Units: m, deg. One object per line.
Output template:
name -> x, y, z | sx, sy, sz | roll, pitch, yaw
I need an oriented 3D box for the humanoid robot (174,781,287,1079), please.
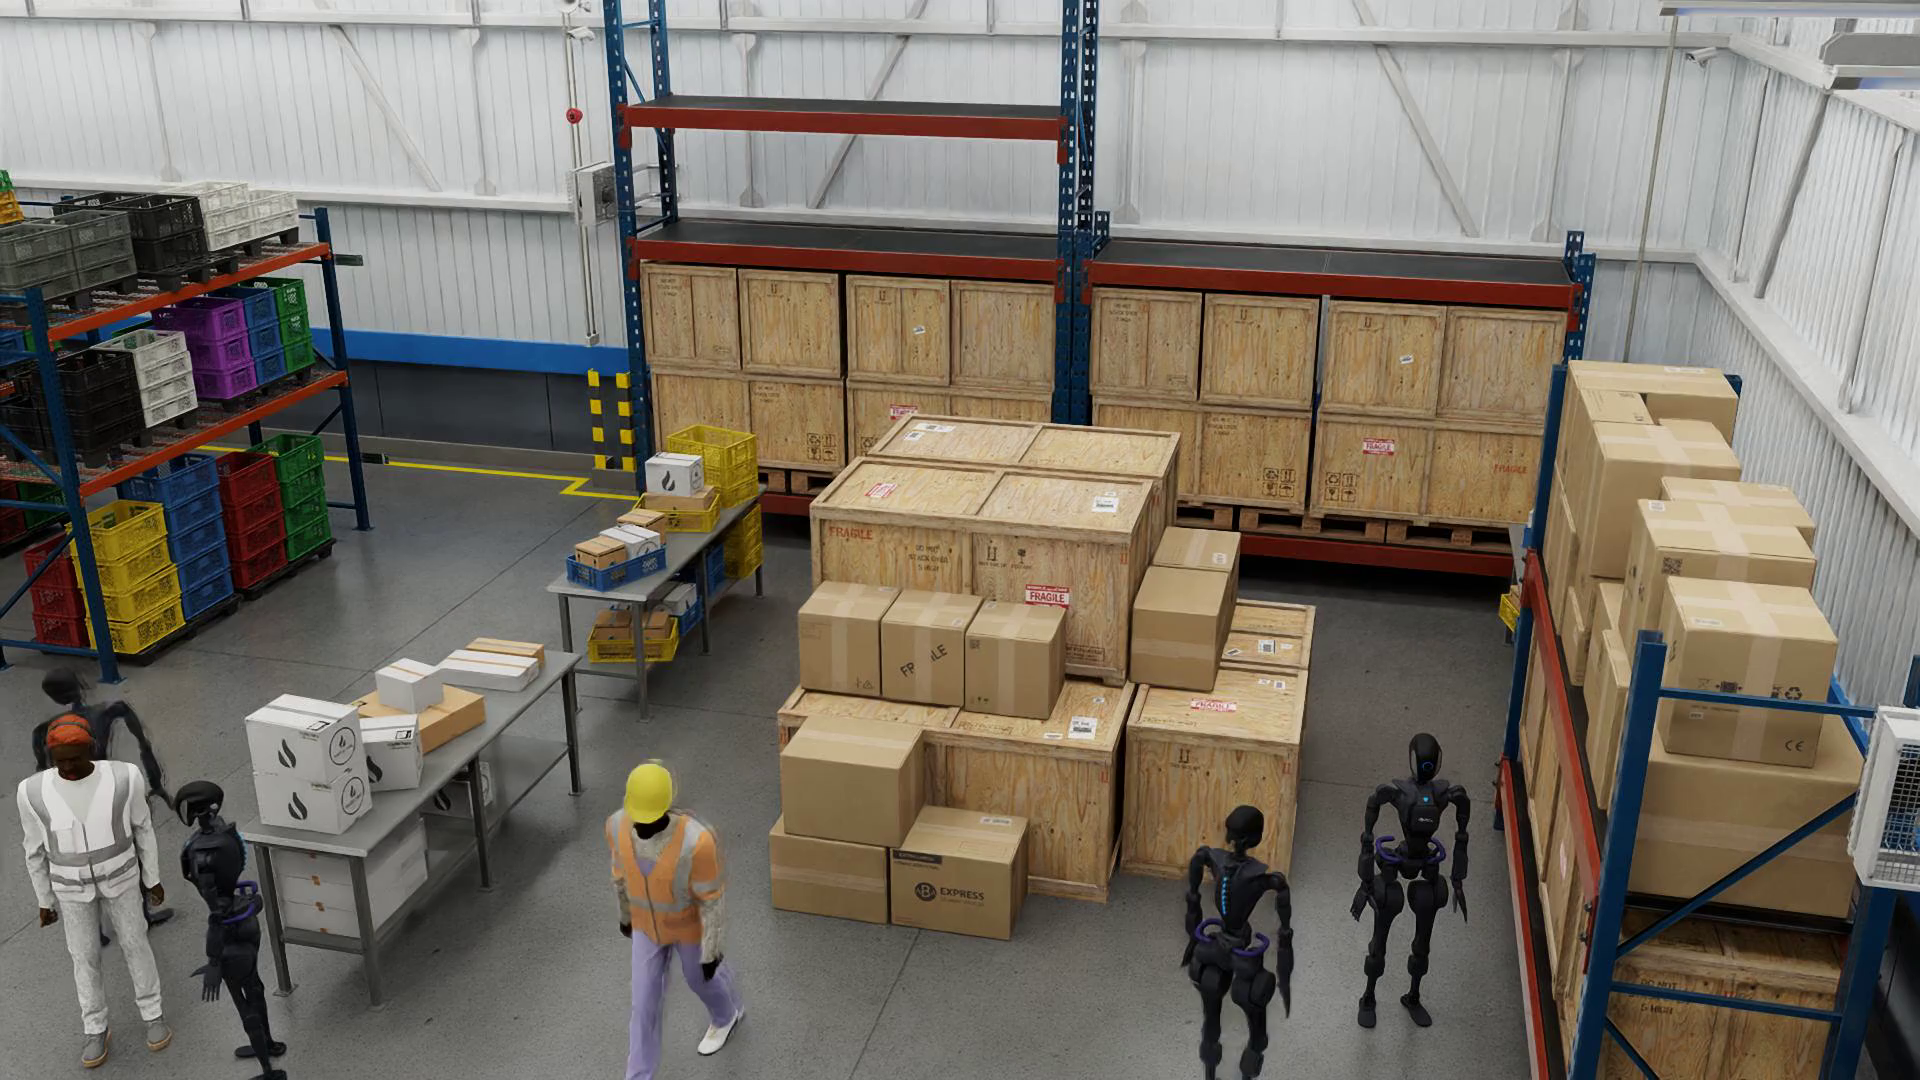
humanoid robot -> -3.548, 1.909, 8.058 | 0.324, 1.657, 0.593 | -6, 22, -16

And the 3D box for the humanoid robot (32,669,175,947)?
humanoid robot -> -4.758, 1.458, 9.269 | 0.660, 1.634, 0.411 | -8, 22, -19

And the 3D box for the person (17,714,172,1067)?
person -> -4.287, 1.721, 8.279 | 0.573, 1.887, 0.355 | -10, 23, -24

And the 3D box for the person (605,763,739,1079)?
person -> -1.403, 1.839, 7.997 | 0.631, 1.863, 1.010 | 6, 22, 16

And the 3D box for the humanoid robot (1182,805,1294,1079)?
humanoid robot -> 1.301, 1.987, 7.864 | 0.594, 1.656, 0.332 | 14, 25, 33

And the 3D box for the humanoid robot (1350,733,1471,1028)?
humanoid robot -> 2.302, 1.745, 8.489 | 0.589, 1.657, 0.327 | -1, 21, -2
